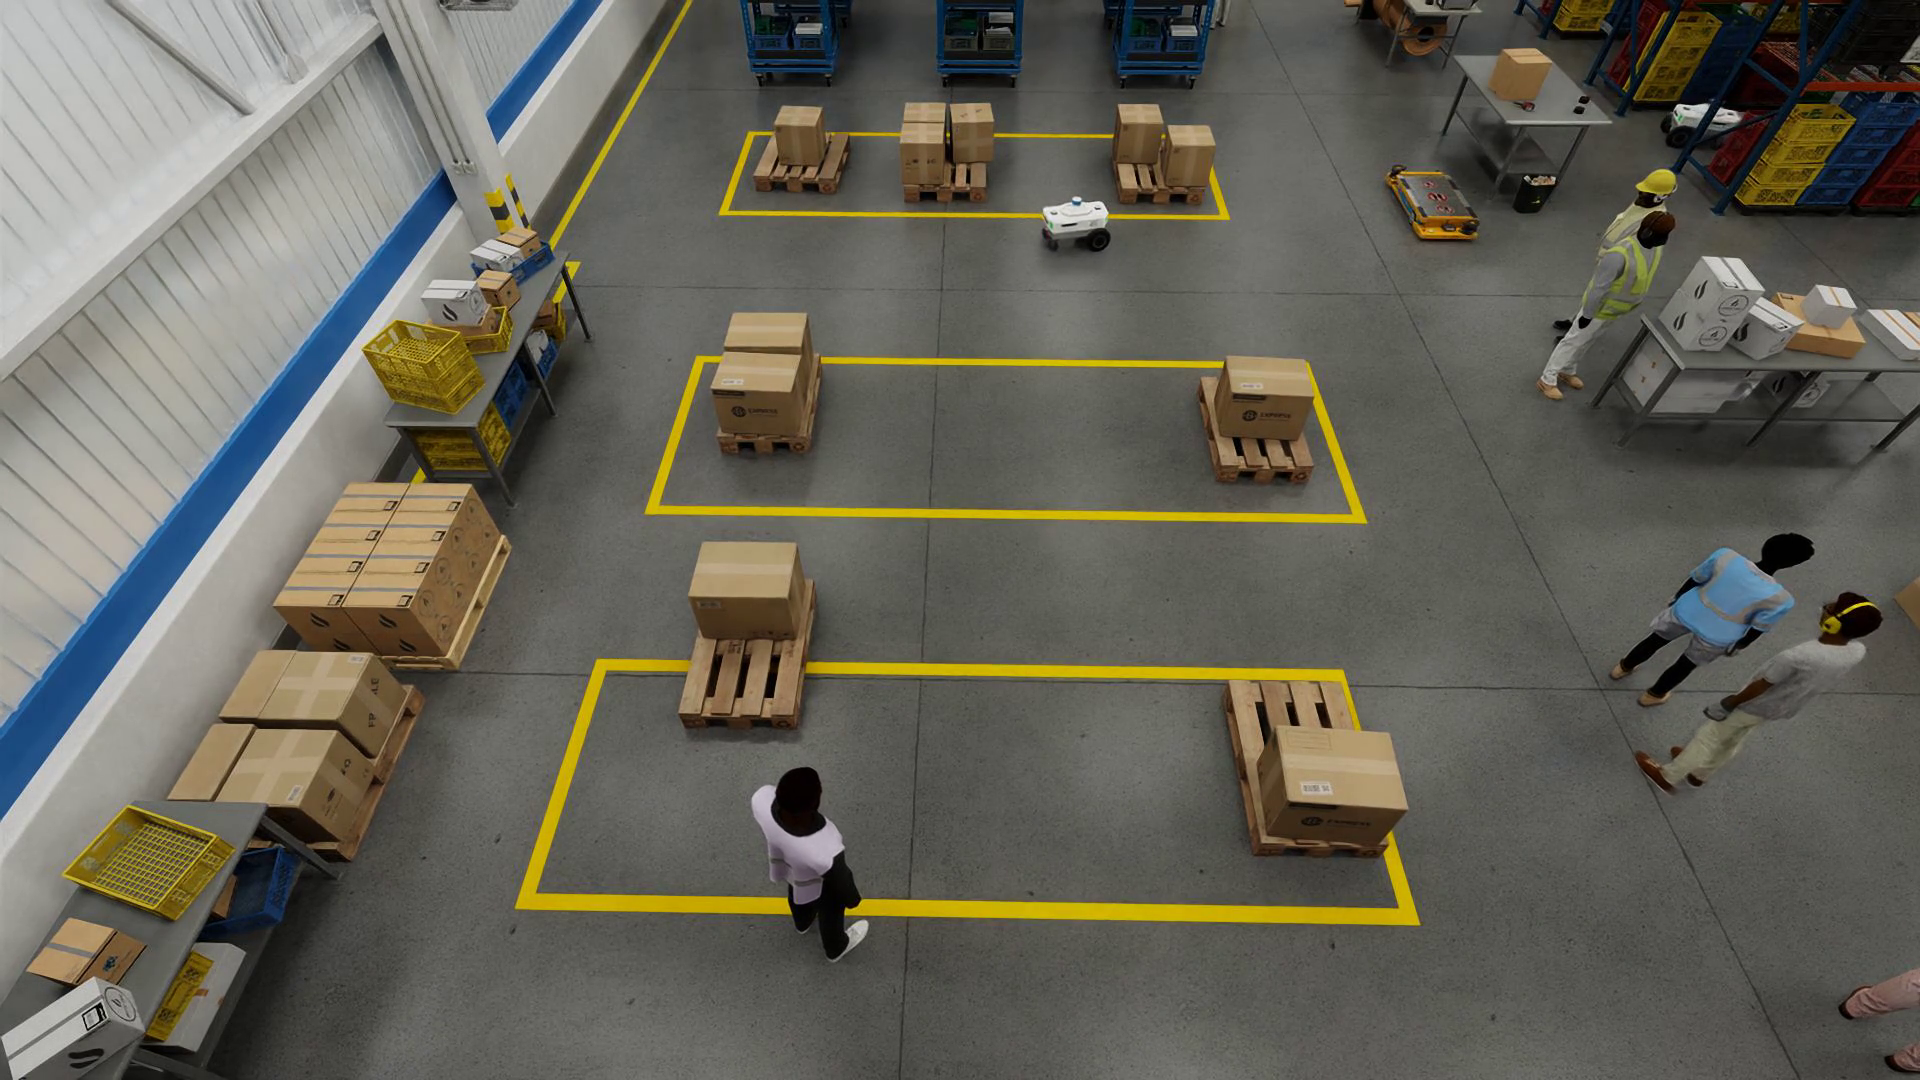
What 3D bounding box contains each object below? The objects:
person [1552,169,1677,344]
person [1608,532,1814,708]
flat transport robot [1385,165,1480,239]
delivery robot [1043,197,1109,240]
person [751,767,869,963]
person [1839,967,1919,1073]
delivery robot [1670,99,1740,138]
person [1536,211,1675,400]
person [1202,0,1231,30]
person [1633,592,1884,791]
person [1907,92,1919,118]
[{"bbox_3d":[6.310,-2.687,8.825,0.403,1.825,0.597,16,51,13],"label":"person"},{"bbox_3d":[4.981,0.550,6.108,0.319,1.687,0.540,-22,53,-18],"label":"person"},{"bbox_3d":[5.692,-4.094,11.059,0.652,0.197,1.431,1,49,1],"label":"flat transport robot"},{"bbox_3d":[1.307,-3.660,10.436,0.707,0.478,0.477,-9,50,-8],"label":"delivery robot"},{"bbox_3d":[-0.793,1.769,4.908,0.588,1.911,0.379,32,56,24],"label":"person"},{"bbox_3d":[5.291,2.183,4.551,0.399,1.909,0.642,-12,50,-10],"label":"person"},{"bbox_3d":[9.796,-5.543,12.067,0.707,0.478,0.477,13,50,11],"label":"delivery robot"},{"bbox_3d":[5.871,-2.116,8.316,0.622,1.844,0.429,-24,53,-19],"label":"person"},{"bbox_3d":[4.143,-8.910,14.323,0.522,1.645,0.305,-23,53,-19],"label":"person"},{"bbox_3d":[4.892,0.988,5.624,0.523,1.856,0.335,-8,50,-7],"label":"person"},{"bbox_3d":[11.947,-5.366,11.093,0.681,1.898,0.457,6,49,5],"label":"person"}]
